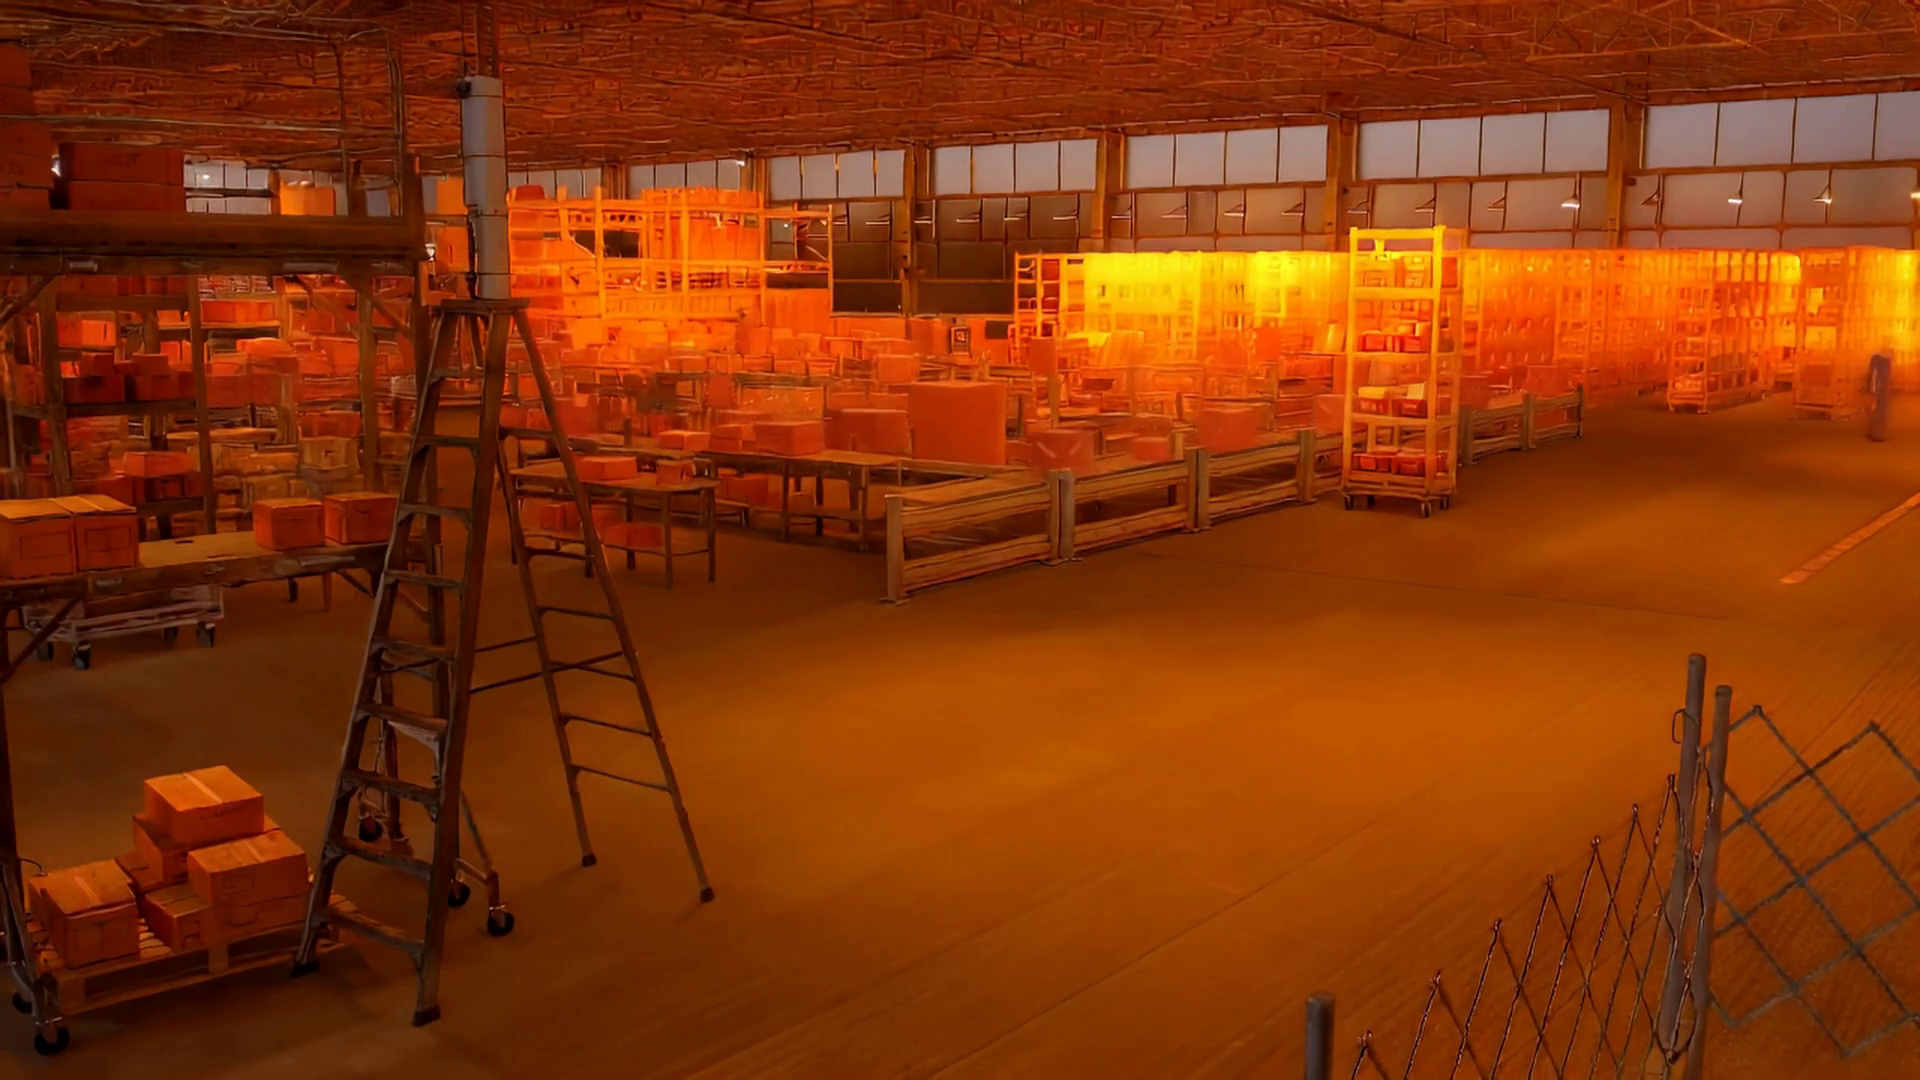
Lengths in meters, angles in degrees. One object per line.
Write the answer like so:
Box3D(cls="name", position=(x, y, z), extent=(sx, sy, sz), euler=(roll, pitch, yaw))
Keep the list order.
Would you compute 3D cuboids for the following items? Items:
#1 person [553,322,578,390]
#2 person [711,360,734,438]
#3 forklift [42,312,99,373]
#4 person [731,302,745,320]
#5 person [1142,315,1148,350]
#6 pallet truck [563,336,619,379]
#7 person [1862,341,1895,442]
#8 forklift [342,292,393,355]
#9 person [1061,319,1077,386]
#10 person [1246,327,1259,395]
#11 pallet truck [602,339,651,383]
Box3D(cls="person", position=(-10.242, -4.746, 43.084), extent=(0.622, 1.780, 0.944), euler=(-7, 11, -36))
Box3D(cls="person", position=(-3.874, -2.153, 27.420), extent=(0.539, 1.621, 0.433), euler=(8, 12, 42))
Box3D(cls="forklift", position=(-23.779, -5.451, 44.052), extent=(1.873, 2.768, 1.129), euler=(7, 11, 36))
Box3D(cls="person", position=(-8.353, -7.988, 62.784), extent=(0.605, 1.948, 0.406), euler=(-9, 12, -43))
Box3D(cls="person", position=(5.746, -6.507, 53.247), extent=(0.392, 2.041, 0.615), euler=(6, 11, 35))
Box3D(cls="pallet truck", position=(-10.690, -5.294, 48.215), extent=(1.601, 1.201, 0.680), euler=(-5, 10, -26))
Box3D(cls="person", position=(16.561, -2.666, 29.916), extent=(0.605, 1.831, 0.449), euler=(-7, 11, -37))
Box3D(cls="forklift", position=(-16.485, -5.622, 45.120), extent=(1.129, 2.768, 1.873), euler=(7, 11, 37))
Box3D(cls="person", position=(2.800, -4.630, 41.972), extent=(0.399, 1.905, 0.643), euler=(-4, 10, -25))
Box3D(cls="person", position=(6.938, -4.177, 39.557), extent=(0.309, 1.772, 0.525), euler=(4, 10, 25))
Box3D(cls="pallet truck", position=(-8.991, -4.871, 45.351), extent=(0.653, 1.274, 1.630), euler=(7, 11, 37))
